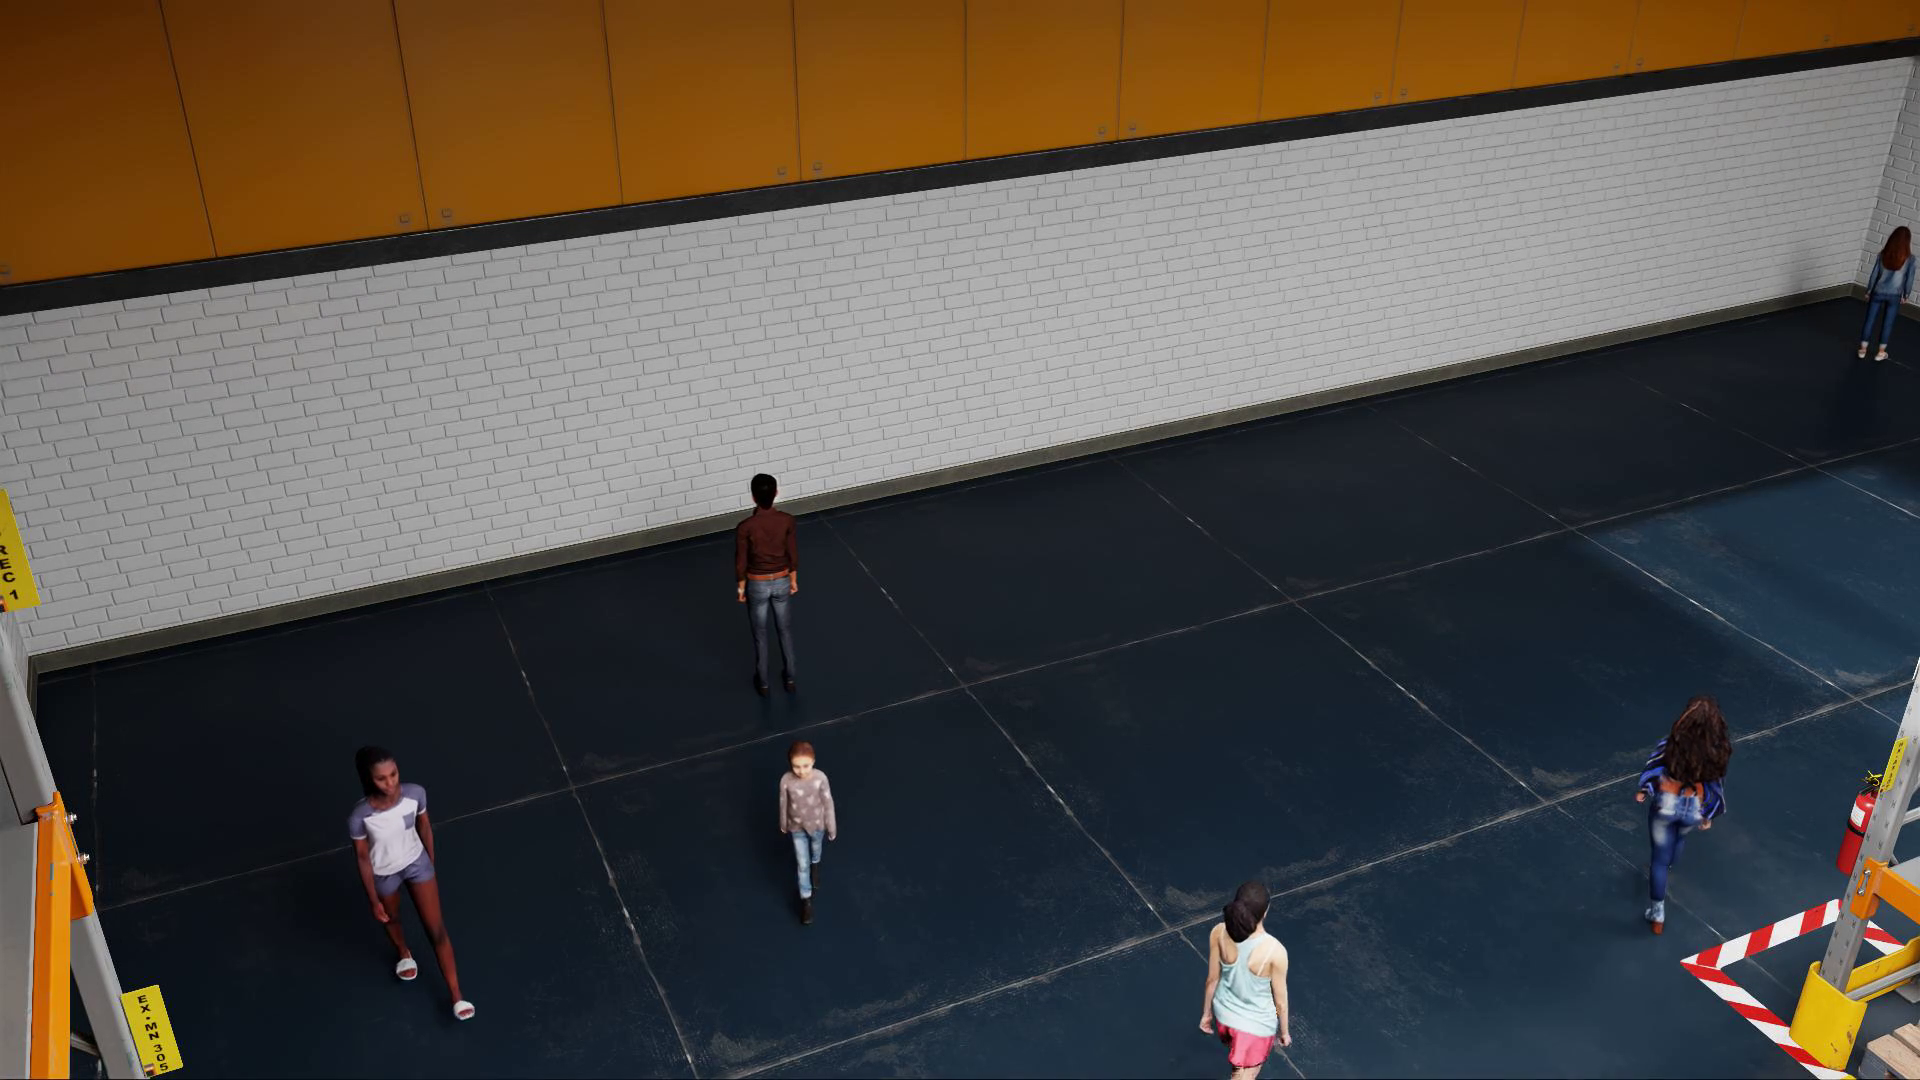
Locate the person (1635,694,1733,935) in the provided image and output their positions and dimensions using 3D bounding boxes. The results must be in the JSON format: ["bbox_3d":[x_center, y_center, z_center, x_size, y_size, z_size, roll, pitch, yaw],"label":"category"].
[{"bbox_3d":[4.303,1.664,9.951,0.867,1.599,0.979,3,29,6],"label":"person"}]

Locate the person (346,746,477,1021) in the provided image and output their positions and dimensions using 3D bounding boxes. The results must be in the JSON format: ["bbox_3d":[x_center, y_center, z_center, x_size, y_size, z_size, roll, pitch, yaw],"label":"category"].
[{"bbox_3d":[-3.234,1.868,9.491,0.704,1.682,1.141,-17,33,-28],"label":"person"}]

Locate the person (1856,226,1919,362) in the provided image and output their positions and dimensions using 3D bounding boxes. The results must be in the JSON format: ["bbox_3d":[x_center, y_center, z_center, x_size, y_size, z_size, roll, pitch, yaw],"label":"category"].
[{"bbox_3d":[10.048,-2.674,18.033,0.593,1.476,0.703,18,33,29],"label":"person"}]

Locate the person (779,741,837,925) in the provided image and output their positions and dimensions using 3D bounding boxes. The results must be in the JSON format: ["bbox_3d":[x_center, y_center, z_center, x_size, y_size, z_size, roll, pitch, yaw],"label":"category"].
[{"bbox_3d":[-0.939,1.720,10.298,0.656,1.168,0.862,-3,29,-6],"label":"person"}]

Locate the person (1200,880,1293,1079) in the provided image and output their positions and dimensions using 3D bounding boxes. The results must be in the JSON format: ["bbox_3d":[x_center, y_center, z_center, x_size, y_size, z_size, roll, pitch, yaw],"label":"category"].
[{"bbox_3d":[1.388,2.479,8.321,1.199,1.729,1.018,21,35,34],"label":"person"}]

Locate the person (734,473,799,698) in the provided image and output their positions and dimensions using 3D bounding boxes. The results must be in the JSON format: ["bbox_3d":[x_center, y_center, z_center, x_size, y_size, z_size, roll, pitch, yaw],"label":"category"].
[{"bbox_3d":[-1.402,0.337,12.198,0.625,1.778,0.497,-13,31,-22],"label":"person"}]
